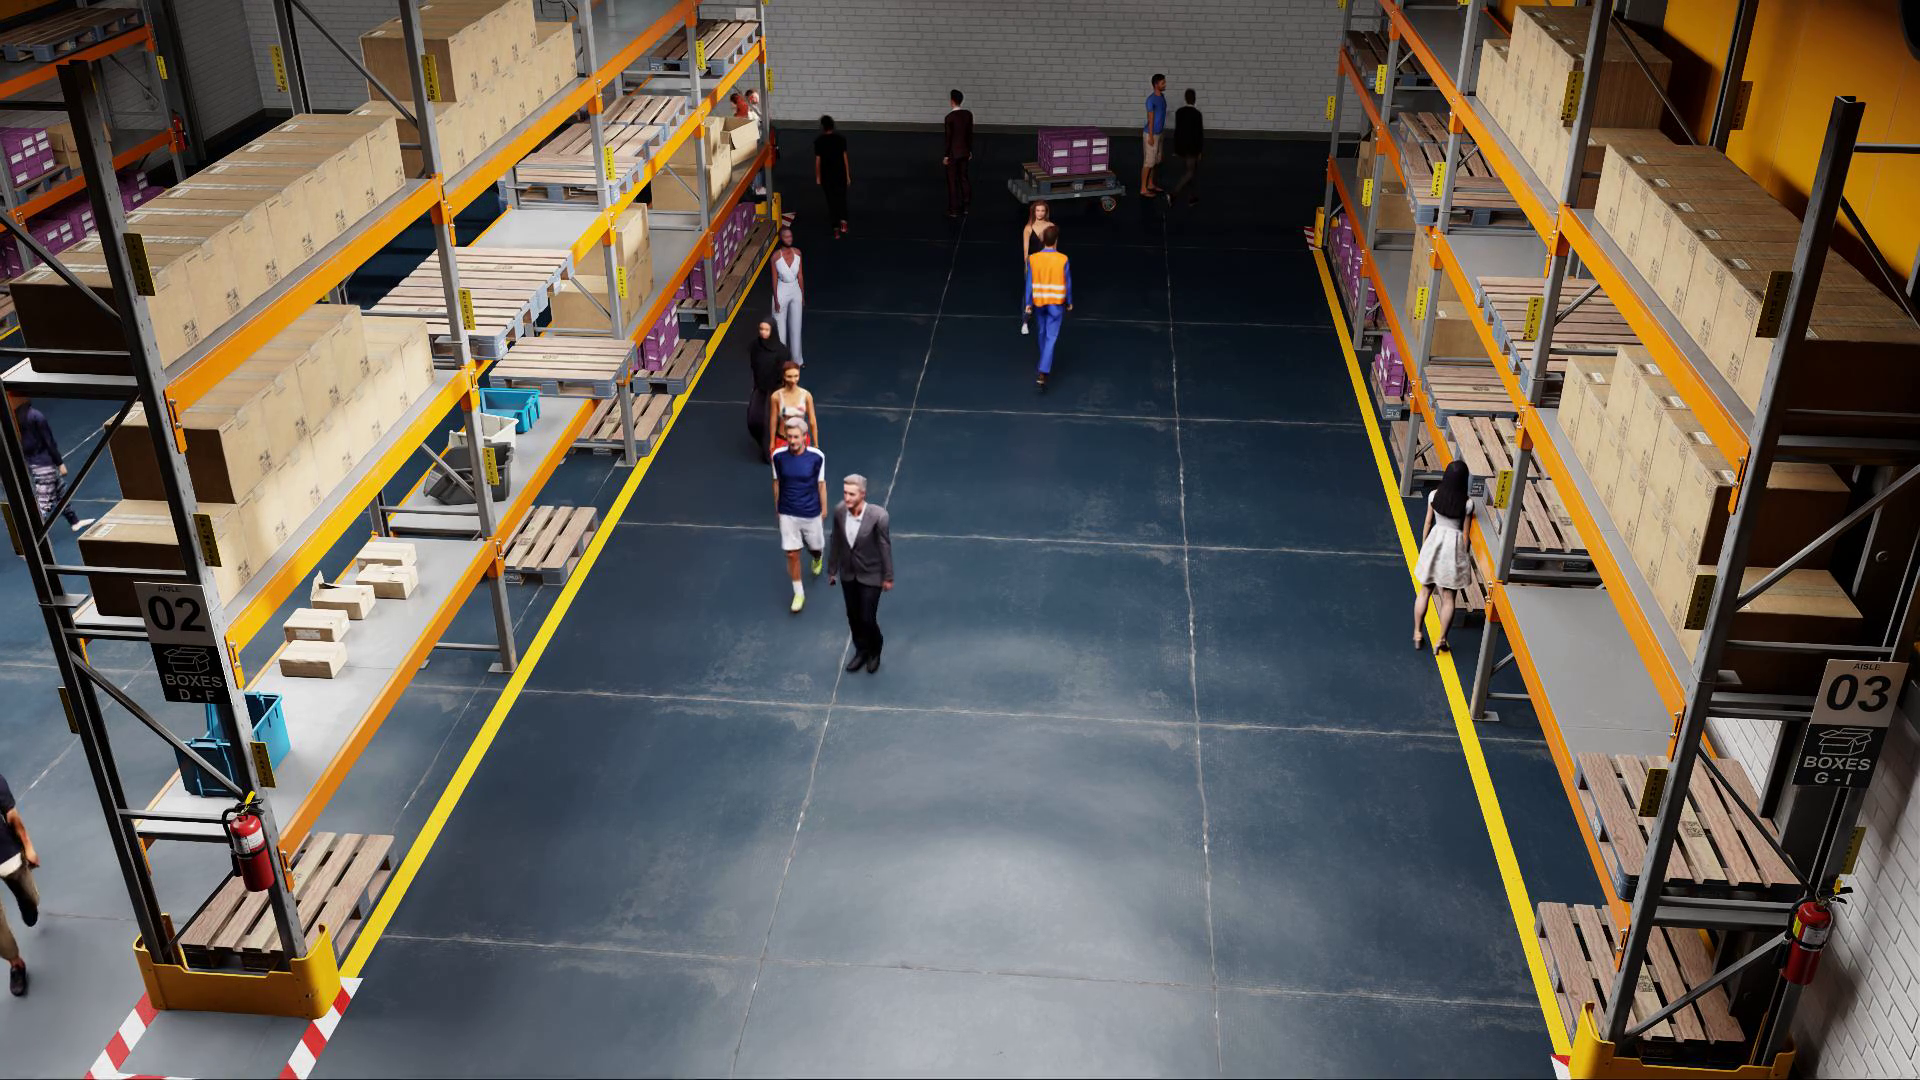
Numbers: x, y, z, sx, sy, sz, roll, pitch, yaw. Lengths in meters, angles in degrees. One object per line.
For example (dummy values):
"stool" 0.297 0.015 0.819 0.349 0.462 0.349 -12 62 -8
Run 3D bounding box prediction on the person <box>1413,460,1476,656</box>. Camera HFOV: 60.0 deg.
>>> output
"person" 4.113 0.145 14.116 0.775 1.769 0.799 18 34 30

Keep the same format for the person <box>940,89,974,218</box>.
"person" -0.044 -5.798 24.911 0.767 1.864 0.823 -21 35 -34

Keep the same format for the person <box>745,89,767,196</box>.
"person" -3.248 -6.109 25.659 0.810 1.694 0.718 -5 29 -9

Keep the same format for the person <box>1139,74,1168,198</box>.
"person" 3.014 -6.319 25.869 0.787 1.862 0.639 15 32 25

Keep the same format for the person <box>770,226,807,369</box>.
"person" -2.038 -2.832 19.560 0.642 1.781 0.690 -19 34 -31

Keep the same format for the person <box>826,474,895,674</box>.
"person" -0.783 0.247 13.869 0.848 1.826 0.818 14 32 24

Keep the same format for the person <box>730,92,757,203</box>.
"person" -3.219 -5.856 25.116 0.673 1.770 0.520 8 30 14

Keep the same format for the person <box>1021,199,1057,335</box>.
"person" 0.976 -3.417 20.695 0.659 1.722 0.627 -7 29 -12

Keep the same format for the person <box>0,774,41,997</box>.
"person" -6.201 1.994 10.657 0.989 1.835 1.108 -16 32 -26

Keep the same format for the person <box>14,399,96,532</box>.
"person" -8.767 -0.694 15.725 0.850 1.700 1.147 12 31 21

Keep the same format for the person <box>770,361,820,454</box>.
"person" -1.628 -0.944 16.121 0.817 1.761 1.145 -5 29 -9

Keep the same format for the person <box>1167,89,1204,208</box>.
"person" 3.389 -5.858 25.121 1.195 1.769 1.108 -23 36 -36

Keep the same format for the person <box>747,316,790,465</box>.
"person" -1.967 -1.617 17.514 0.742 1.608 0.859 12 31 21

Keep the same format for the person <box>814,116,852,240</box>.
"person" -1.822 -5.193 23.938 0.735 1.734 0.813 -2 29 -3

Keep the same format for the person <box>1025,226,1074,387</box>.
"person" 1.012 -2.670 19.218 0.877 1.825 1.291 8 30 14

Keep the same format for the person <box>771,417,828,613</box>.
"person" -1.418 -0.290 14.858 0.646 1.821 0.986 2 29 3
